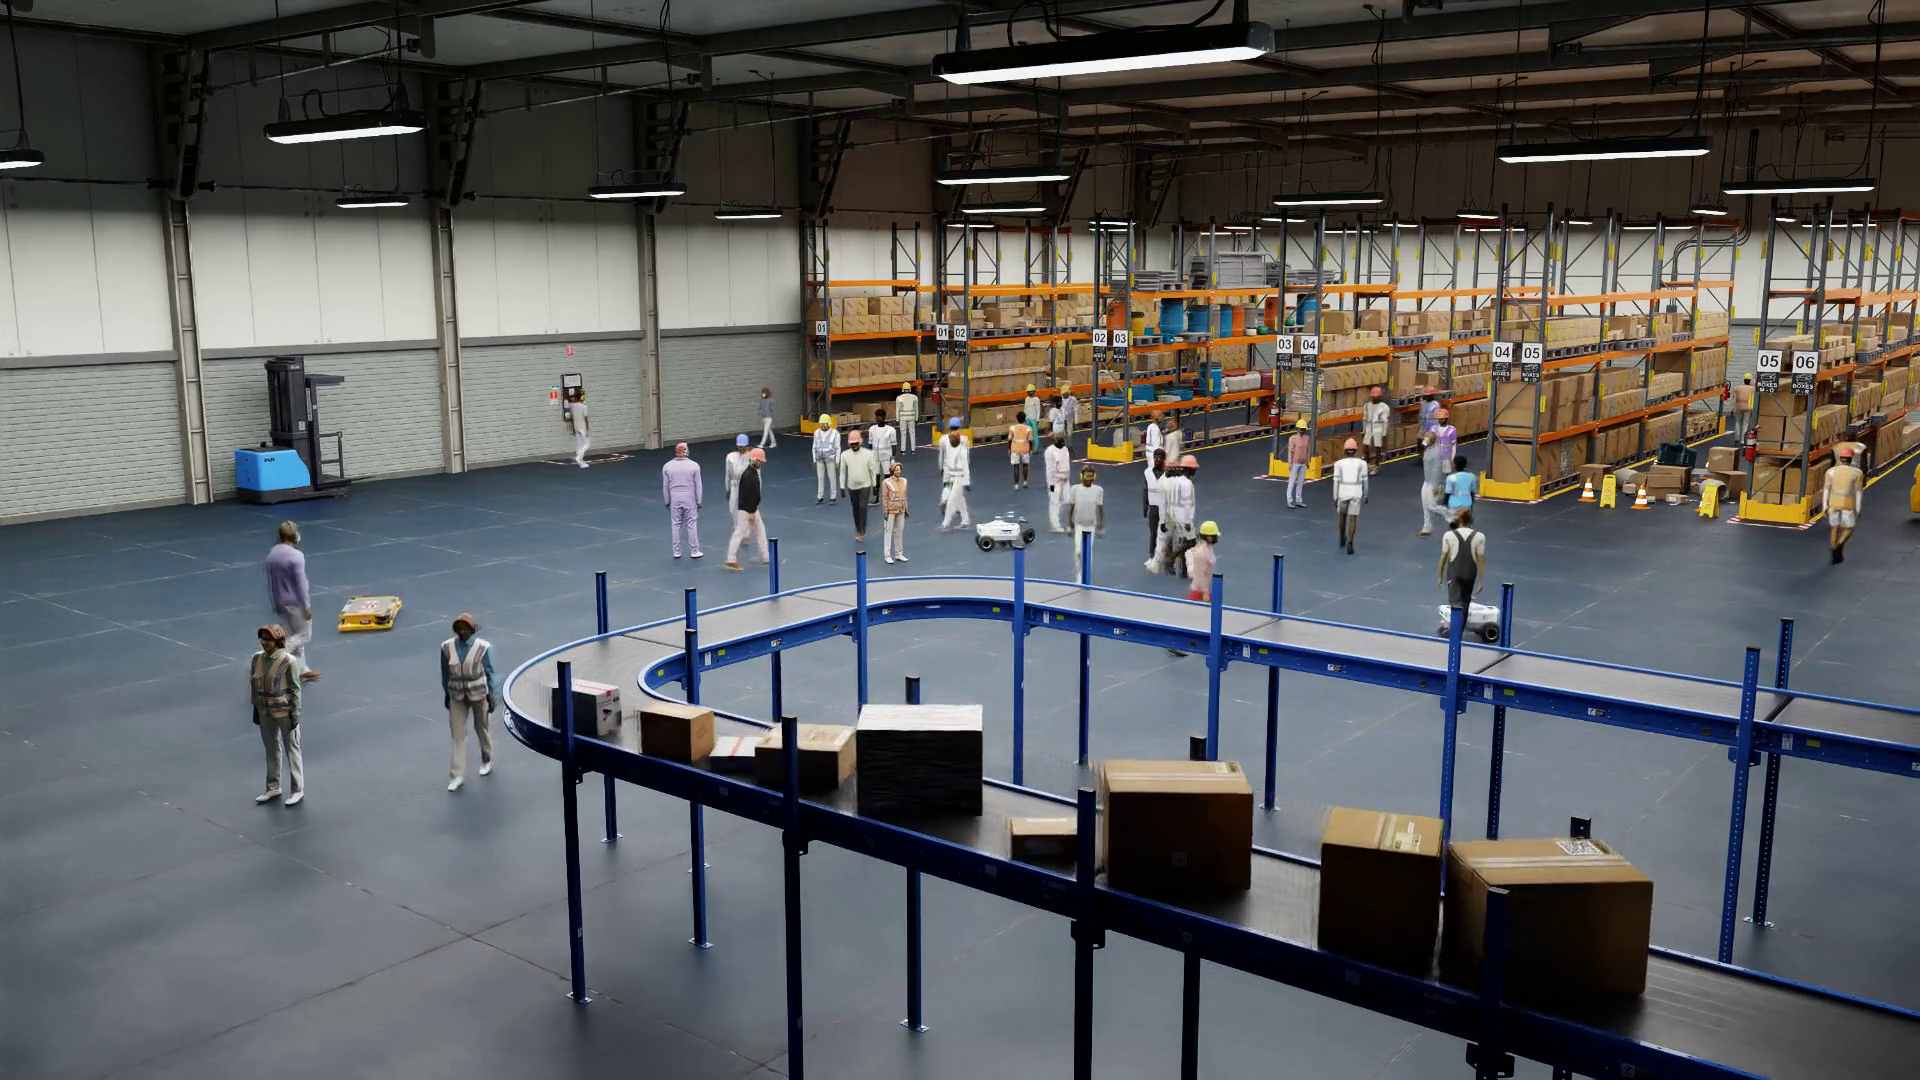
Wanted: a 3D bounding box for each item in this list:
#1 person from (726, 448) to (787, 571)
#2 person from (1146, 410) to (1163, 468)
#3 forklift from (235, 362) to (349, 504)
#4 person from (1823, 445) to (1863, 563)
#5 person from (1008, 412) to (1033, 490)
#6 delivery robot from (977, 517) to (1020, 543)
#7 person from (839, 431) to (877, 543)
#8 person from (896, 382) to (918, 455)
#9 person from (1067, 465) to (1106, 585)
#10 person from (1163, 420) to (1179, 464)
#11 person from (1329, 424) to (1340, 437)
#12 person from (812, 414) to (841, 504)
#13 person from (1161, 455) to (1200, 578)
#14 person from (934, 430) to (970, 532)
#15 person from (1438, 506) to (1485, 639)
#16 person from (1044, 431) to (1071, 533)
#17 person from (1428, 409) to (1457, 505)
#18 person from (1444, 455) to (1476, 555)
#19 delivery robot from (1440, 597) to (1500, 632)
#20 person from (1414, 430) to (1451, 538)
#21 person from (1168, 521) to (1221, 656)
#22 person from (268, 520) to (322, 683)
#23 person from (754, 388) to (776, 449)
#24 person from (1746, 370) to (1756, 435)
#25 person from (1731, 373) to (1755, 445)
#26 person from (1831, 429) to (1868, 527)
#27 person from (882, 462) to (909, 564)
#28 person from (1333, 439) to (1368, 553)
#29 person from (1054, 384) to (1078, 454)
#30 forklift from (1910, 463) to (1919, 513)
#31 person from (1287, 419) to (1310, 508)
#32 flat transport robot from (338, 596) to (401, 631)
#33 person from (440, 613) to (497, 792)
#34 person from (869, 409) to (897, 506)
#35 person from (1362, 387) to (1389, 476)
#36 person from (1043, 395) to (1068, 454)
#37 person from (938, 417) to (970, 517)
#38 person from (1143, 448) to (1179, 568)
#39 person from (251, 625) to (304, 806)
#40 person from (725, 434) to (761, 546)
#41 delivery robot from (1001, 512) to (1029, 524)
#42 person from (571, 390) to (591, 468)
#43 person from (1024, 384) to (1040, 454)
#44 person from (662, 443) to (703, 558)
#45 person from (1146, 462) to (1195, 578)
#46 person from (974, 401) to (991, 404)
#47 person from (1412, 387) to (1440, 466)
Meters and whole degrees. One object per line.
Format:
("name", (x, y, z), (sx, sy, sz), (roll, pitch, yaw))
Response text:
("person", (-3.253, -0.486, 24.753), (1.017, 1.919, 0.716), (1, 10, 4))
("person", (3.943, -1.702, 31.743), (0.337, 1.882, 0.585), (-1, 10, -4))
("forklift", (-13.803, -2.244, 32.110), (1.129, 2.768, 1.873), (8, 13, 37))
("person", (14.198, -0.562, 25.199), (0.522, 1.927, 0.561), (-10, 14, -44))
("person", (1.291, -1.920, 33.559), (0.548, 1.676, 0.661), (0, 10, 0))
("delivery robot", (0.654, -0.155, 26.630), (0.707, 0.478, 0.477), (-1, 10, -6))
("person", (-1.789, -0.928, 27.215), (0.630, 1.936, 1.004), (1, 10, 8))
("person", (-1.352, -3.083, 39.655), (0.592, 1.834, 0.404), (-3, 10, -15))
("person", (1.892, -0.188, 23.325), (0.573, 1.844, 0.697), (0, 10, -1))
("person", (4.377, -1.691, 32.456), (0.318, 1.614, 0.598), (5, 11, 28))
("person", (10.166, -3.530, 42.036), (0.965, 1.882, 0.598), (-9, 14, -42))
("person", (-2.698, -1.629, 31.474), (0.600, 1.829, 0.404), (3, 11, 18))
("person", (3.434, -0.355, 24.039), (0.523, 1.927, 0.560), (0, 10, 1))
("person", (-0.157, -1.058, 28.211), (0.874, 1.841, 0.647), (-5, 11, -24))
("person", (6.334, 0.471, 19.760), (0.528, 1.805, 0.970), (2, 10, 13))
("person", (1.769, -1.053, 28.245), (0.442, 1.830, 0.656), (9, 13, 40))
("person", (9.674, -1.675, 31.439), (0.552, 1.935, 0.368), (7, 12, 33))
("person", (8.265, -0.565, 25.874), (0.552, 1.683, 0.415), (-2, 10, -10))
("delivery robot", (6.595, 0.977, 20.258), (0.707, 0.478, 0.477), (1, 10, 5))
("person", (8.437, -0.982, 27.621), (0.675, 1.914, 0.640), (0, 10, 0))
("person", (3.026, 0.608, 19.237), (0.949, 1.709, 0.530), (5, 11, 26))
("person", (-7.731, 0.733, 17.940), (0.635, 1.918, 0.677), (9, 14, 42))
("person", (-5.074, -3.171, 40.847), (0.514, 1.588, 0.875), (8, 13, 38))
("person", (22.272, -3.832, 43.769), (0.653, 1.867, 0.909), (3, 10, 15))
("person", (21.046, -3.525, 41.950), (0.623, 1.892, 0.828), (5, 11, 27))
("person", (16.377, -1.142, 28.802), (0.472, 1.809, 0.657), (-8, 13, -37))
("person", (-1.052, -0.450, 25.385), (0.510, 1.640, 0.308), (-9, 14, -41))
("person", (6.607, -0.764, 26.474), (0.565, 1.880, 1.009), (4, 11, 19))
("person", (2.644, -3.016, 39.310), (0.604, 1.816, 0.448), (3, 10, 15))
("forklift", (19.034, -1.348, 28.998), (2.313, 2.155, 1.214), (8, 13, 37))
("person", (6.736, -1.517, 31.036), (0.530, 1.765, 0.326), (-6, 12, -29))
("flat transport robot", (-8.032, 0.980, 21.303), (0.652, 0.197, 1.431), (-2, 10, -13))
("person", (-4.594, 1.485, 14.654), (0.532, 1.622, 0.730), (0, 10, 2))
("person", (-1.553, -1.648, 31.203), (0.608, 1.965, 0.369), (4, 11, 23))
("person", (9.382, -2.457, 35.592), (0.647, 2.020, 0.720), (8, 13, 40))
("person", (2.302, -2.669, 37.766), (0.743, 1.673, 0.530), (8, 13, 38))
("person", (-0.125, -1.379, 29.811), (0.618, 1.933, 0.650), (3, 11, 18))
("person", (3.204, -0.521, 25.026), (0.587, 1.912, 0.376), (6, 12, 30))
("person", (-6.139, 1.561, 14.068), (0.514, 1.639, 0.308), (3, 11, 18))
("person", (-3.731, -0.862, 26.885), (0.632, 1.928, 0.441), (1, 10, 3))
("delivery robot", (0.885, -0.373, 27.129), (0.698, 0.223, 0.335), (-9, 14, -43))
("person", (-8.996, -2.623, 37.027), (0.512, 1.856, 0.449), (5, 11, 26))
("person", (1.812, -3.078, 39.819), (0.325, 1.767, 0.533), (-9, 13, -41))
("person", (-4.549, -0.649, 25.766), (0.642, 1.905, 0.401), (1, 10, 6))
("person", (3.324, -0.315, 24.276), (0.659, 1.778, 0.984), (-5, 11, -27))
("person", (0.653, -4.057, 44.674), (0.694, 2.000, 0.600), (8, 13, 39))
("person", (11.048, -2.679, 37.144), (0.750, 1.912, 0.580), (-9, 13, -40))
